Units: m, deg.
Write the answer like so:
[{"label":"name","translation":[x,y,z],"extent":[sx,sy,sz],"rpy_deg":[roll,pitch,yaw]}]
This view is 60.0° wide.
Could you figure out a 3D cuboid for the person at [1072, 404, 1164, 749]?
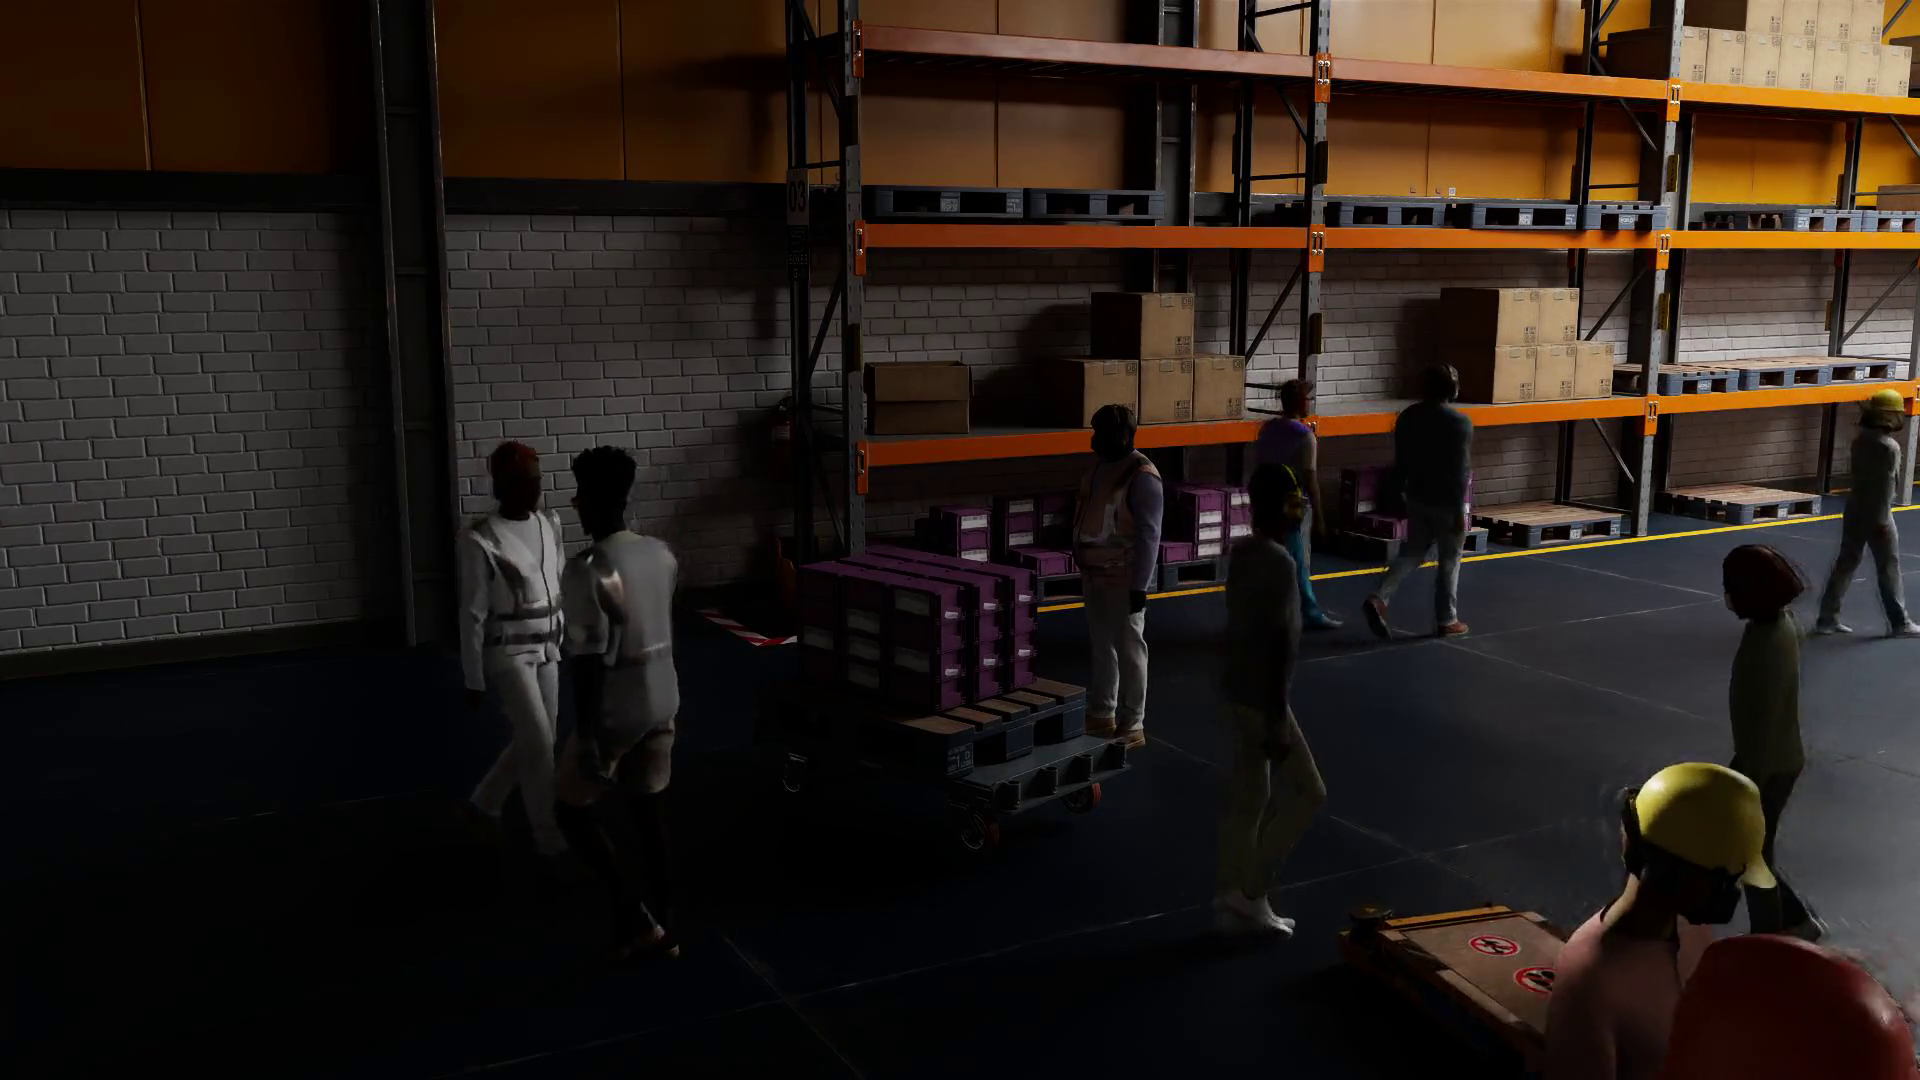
[{"label":"person","translation":[0.812,0.195,8.895],"extent":[0.429,1.843,0.633],"rpy_deg":[-5,11,-26]}]

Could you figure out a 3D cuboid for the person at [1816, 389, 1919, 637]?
[{"label":"person","translation":[6.291,-0.177,11.404],"extent":[0.742,1.705,0.506],"rpy_deg":[-1,10,-5]}]

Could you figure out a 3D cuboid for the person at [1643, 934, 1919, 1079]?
[{"label":"person","translation":[0.952,1.397,1.897],"extent":[0.943,1.869,0.633],"rpy_deg":[3,10,17]}]

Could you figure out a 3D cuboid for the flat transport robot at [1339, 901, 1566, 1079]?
[{"label":"flat transport robot","translation":[1.930,1.548,5.624],"extent":[0.652,0.197,1.431],"rpy_deg":[-3,10,-17]}]

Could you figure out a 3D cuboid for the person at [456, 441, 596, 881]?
[{"label":"person","translation":[-1.908,0.504,7.113],"extent":[0.784,1.858,0.588],"rpy_deg":[4,11,22]}]

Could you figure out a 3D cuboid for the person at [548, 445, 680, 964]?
[{"label":"person","translation":[-1.252,0.626,6.137],"extent":[0.442,1.936,0.614],"rpy_deg":[5,11,28]}]

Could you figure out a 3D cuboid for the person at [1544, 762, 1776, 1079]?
[{"label":"person","translation":[1.250,1.240,3.142],"extent":[0.568,1.731,0.449],"rpy_deg":[-9,13,-41]}]

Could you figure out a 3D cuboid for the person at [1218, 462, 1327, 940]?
[{"label":"person","translation":[1.179,0.628,6.384],"extent":[0.426,1.843,0.559],"rpy_deg":[-2,10,-12]}]

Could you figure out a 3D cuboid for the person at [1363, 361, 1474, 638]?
[{"label":"person","translation":[3.144,-0.249,11.253],"extent":[0.819,1.917,0.634],"rpy_deg":[-6,12,-32]}]

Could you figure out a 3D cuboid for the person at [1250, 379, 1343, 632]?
[{"label":"person","translation":[2.215,-0.198,11.307],"extent":[0.985,1.797,0.592],"rpy_deg":[-4,10,-20]}]

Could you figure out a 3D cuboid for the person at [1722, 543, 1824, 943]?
[{"label":"person","translation":[2.886,0.810,5.973],"extent":[0.392,1.613,0.561],"rpy_deg":[4,11,24]}]
